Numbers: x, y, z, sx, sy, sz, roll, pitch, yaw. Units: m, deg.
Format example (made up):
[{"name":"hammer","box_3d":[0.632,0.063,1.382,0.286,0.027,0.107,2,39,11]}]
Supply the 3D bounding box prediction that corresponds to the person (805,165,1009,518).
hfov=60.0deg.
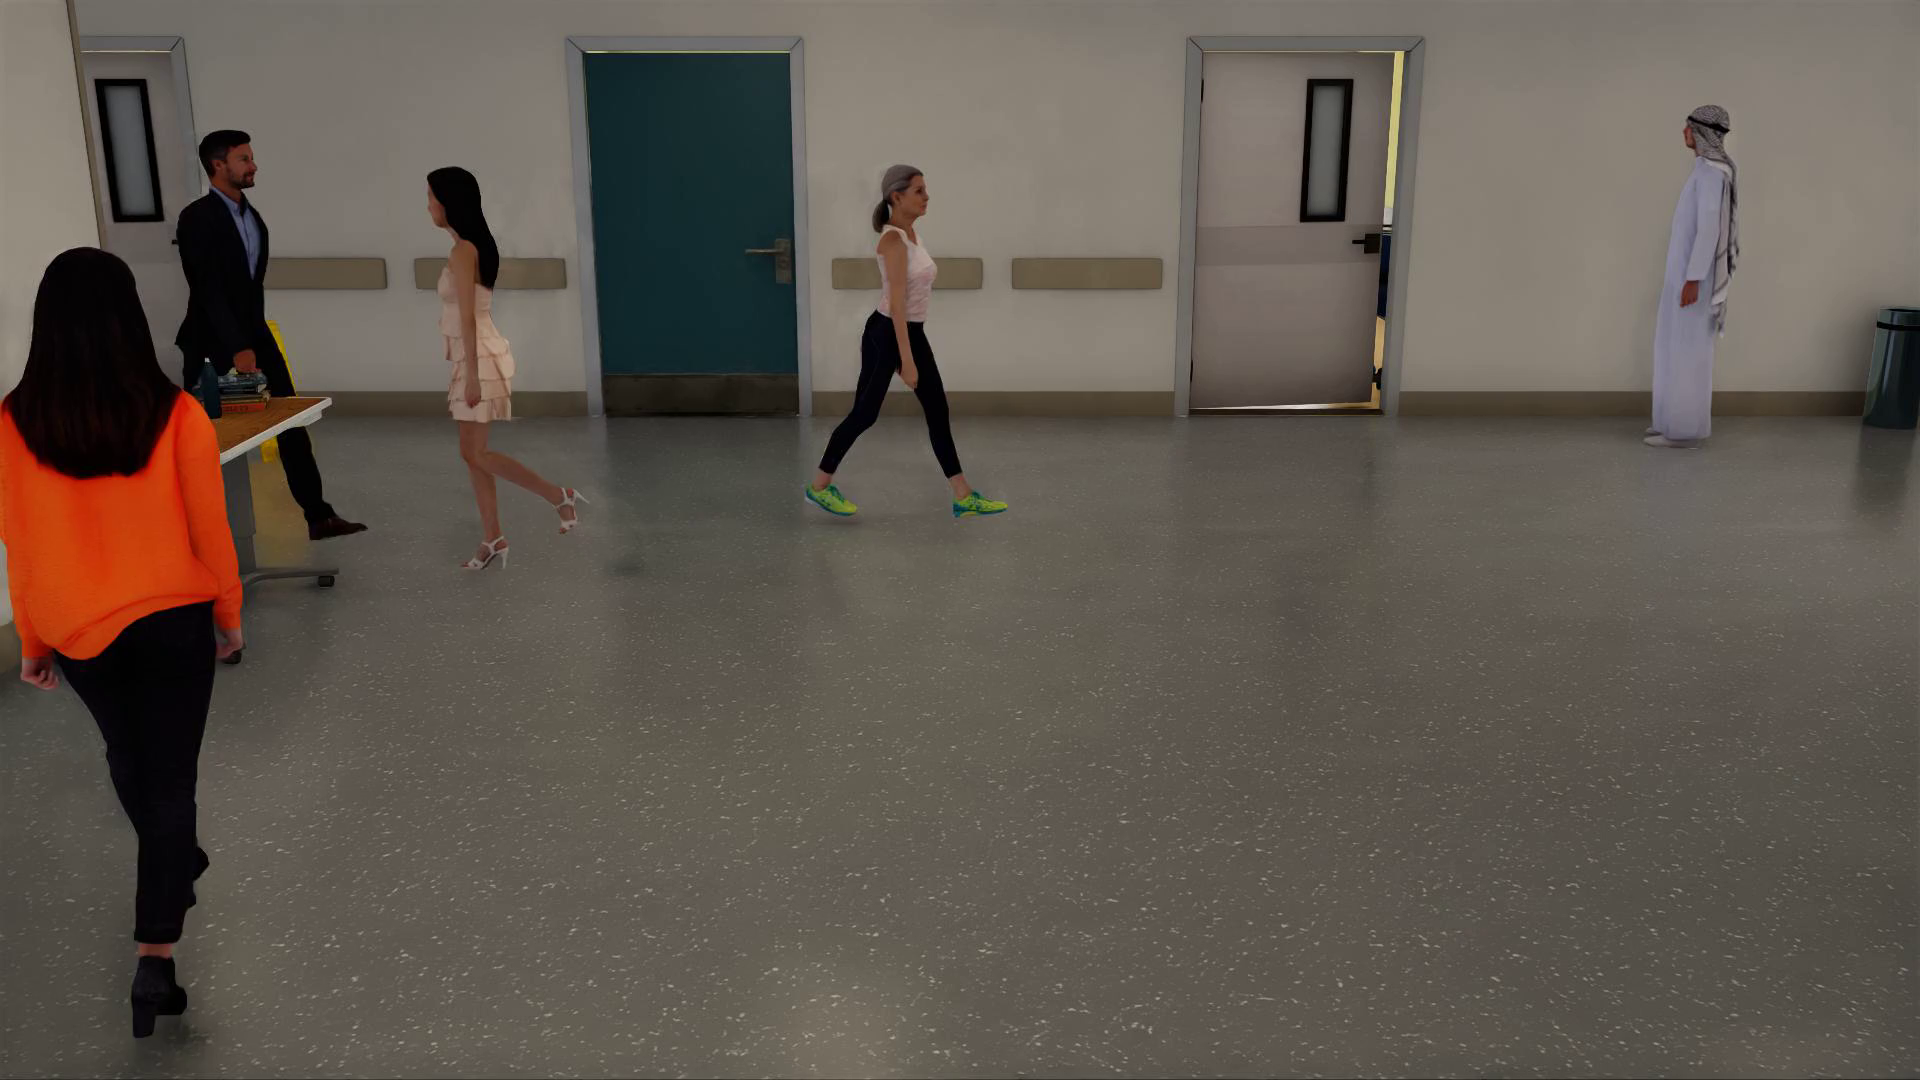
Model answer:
[{"name":"person","box_3d":[-0.387,-0.872,7.803,1.273,1.649,0.831,4,16,13]}]

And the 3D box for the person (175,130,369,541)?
[{"name":"person","box_3d":[-3.320,-0.842,7.405,1.390,1.807,0.948,5,17,19]}]

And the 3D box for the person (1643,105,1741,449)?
[{"name":"person","box_3d":[4.211,-1.497,9.512,0.775,1.926,0.788,7,17,23]}]

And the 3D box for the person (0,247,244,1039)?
[{"name":"person","box_3d":[-1.846,0.264,3.691,1.095,1.695,0.810,-3,16,-9]}]

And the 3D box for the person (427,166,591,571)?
[{"name":"person","box_3d":[-1.944,-0.688,7.033,0.854,1.712,0.683,-1,16,-4]}]
